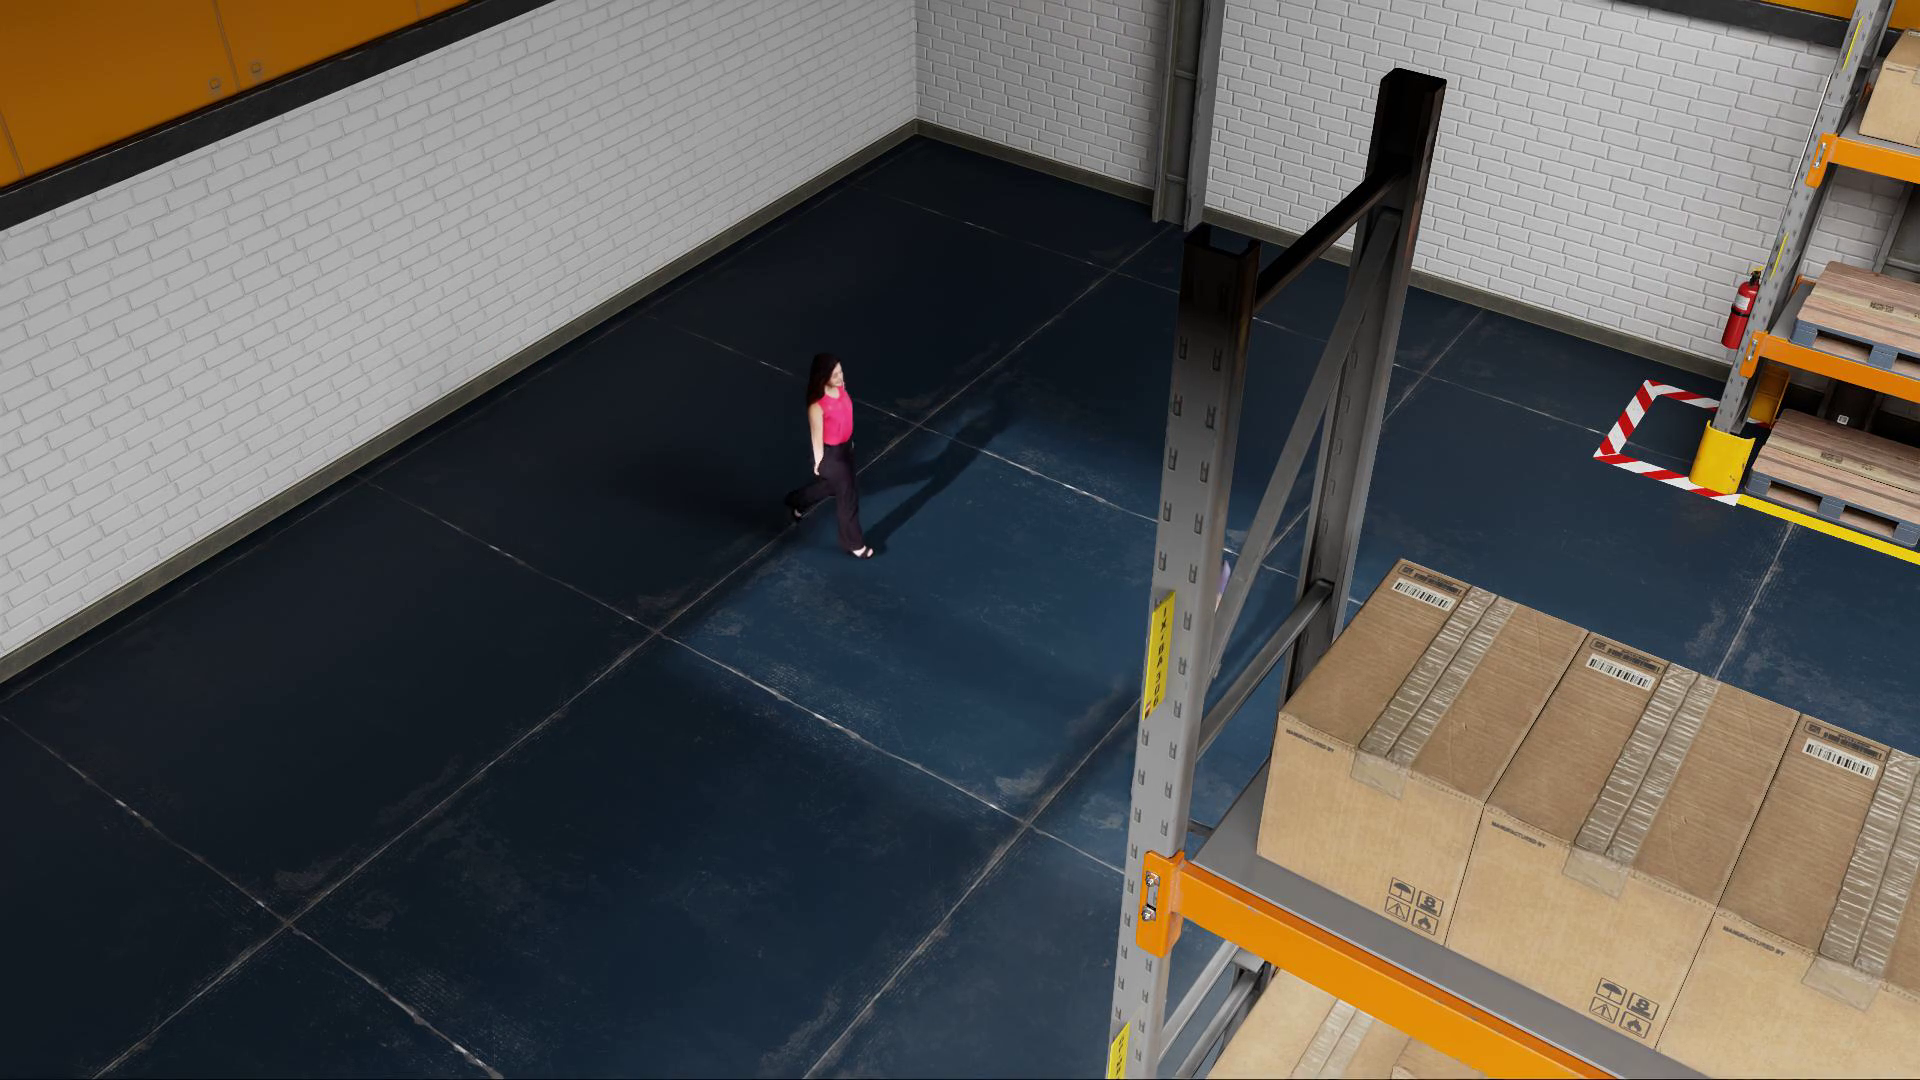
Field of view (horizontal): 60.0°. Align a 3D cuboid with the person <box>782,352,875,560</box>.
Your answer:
[{"bbox_3d":[-0.932,-0.593,11.467,1.019,1.634,0.775,11,40,14],"label":"person"}]
